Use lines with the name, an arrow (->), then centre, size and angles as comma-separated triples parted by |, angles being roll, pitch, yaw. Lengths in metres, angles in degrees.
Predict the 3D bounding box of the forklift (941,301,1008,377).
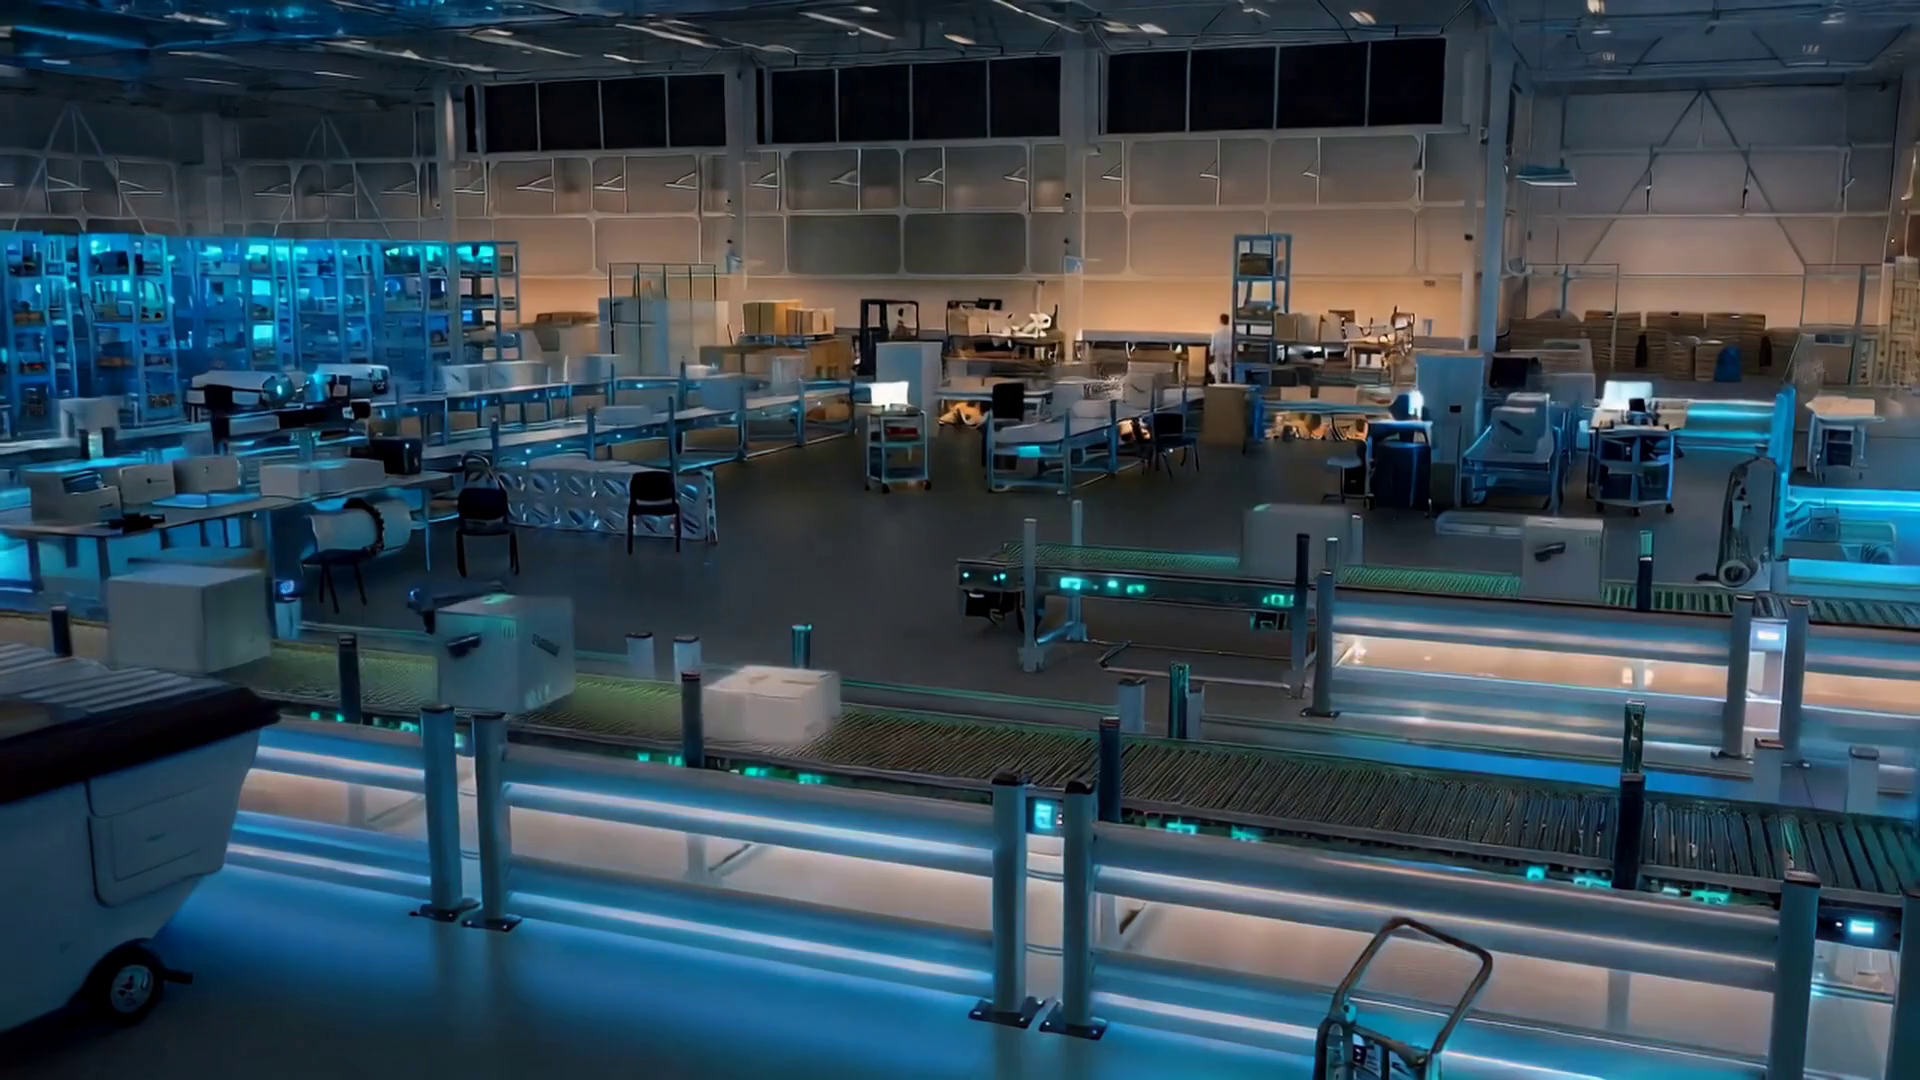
forklift -> 0.365, -4.966, 41.571 | 1.157, 1.987, 2.680 | 3, 10, 20

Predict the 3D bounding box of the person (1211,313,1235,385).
person -> 6.348, -4.514, 40.048 | 0.639, 1.909, 0.409 | 0, 9, 0

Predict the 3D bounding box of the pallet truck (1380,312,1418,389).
pallet truck -> 10.207, -4.283, 38.369 | 0.823, 1.965, 1.885 | 3, 10, 20

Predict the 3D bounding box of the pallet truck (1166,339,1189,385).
pallet truck -> 5.418, -4.269, 40.420 | 0.704, 1.261, 1.522 | 3, 10, 20

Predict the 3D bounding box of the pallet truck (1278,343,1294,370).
pallet truck -> 7.886, -4.163, 39.743 | 0.653, 1.274, 1.630 | 4, 10, 22

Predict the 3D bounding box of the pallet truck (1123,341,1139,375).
pallet truck -> 4.445, -4.380, 41.279 | 0.680, 1.201, 1.601 | 4, 10, 22

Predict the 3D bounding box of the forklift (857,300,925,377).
forklift -> -1.732, -5.109, 42.468 | 1.157, 1.987, 2.680 | 4, 10, 22

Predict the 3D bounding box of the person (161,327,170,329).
person -> -17.694, -4.019, 37.267 | 0.568, 1.839, 0.387 | 8, 13, 42

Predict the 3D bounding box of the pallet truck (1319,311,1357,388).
pallet truck -> 9.071, -4.419, 39.190 | 0.823, 1.965, 1.885 | 5, 10, 26
